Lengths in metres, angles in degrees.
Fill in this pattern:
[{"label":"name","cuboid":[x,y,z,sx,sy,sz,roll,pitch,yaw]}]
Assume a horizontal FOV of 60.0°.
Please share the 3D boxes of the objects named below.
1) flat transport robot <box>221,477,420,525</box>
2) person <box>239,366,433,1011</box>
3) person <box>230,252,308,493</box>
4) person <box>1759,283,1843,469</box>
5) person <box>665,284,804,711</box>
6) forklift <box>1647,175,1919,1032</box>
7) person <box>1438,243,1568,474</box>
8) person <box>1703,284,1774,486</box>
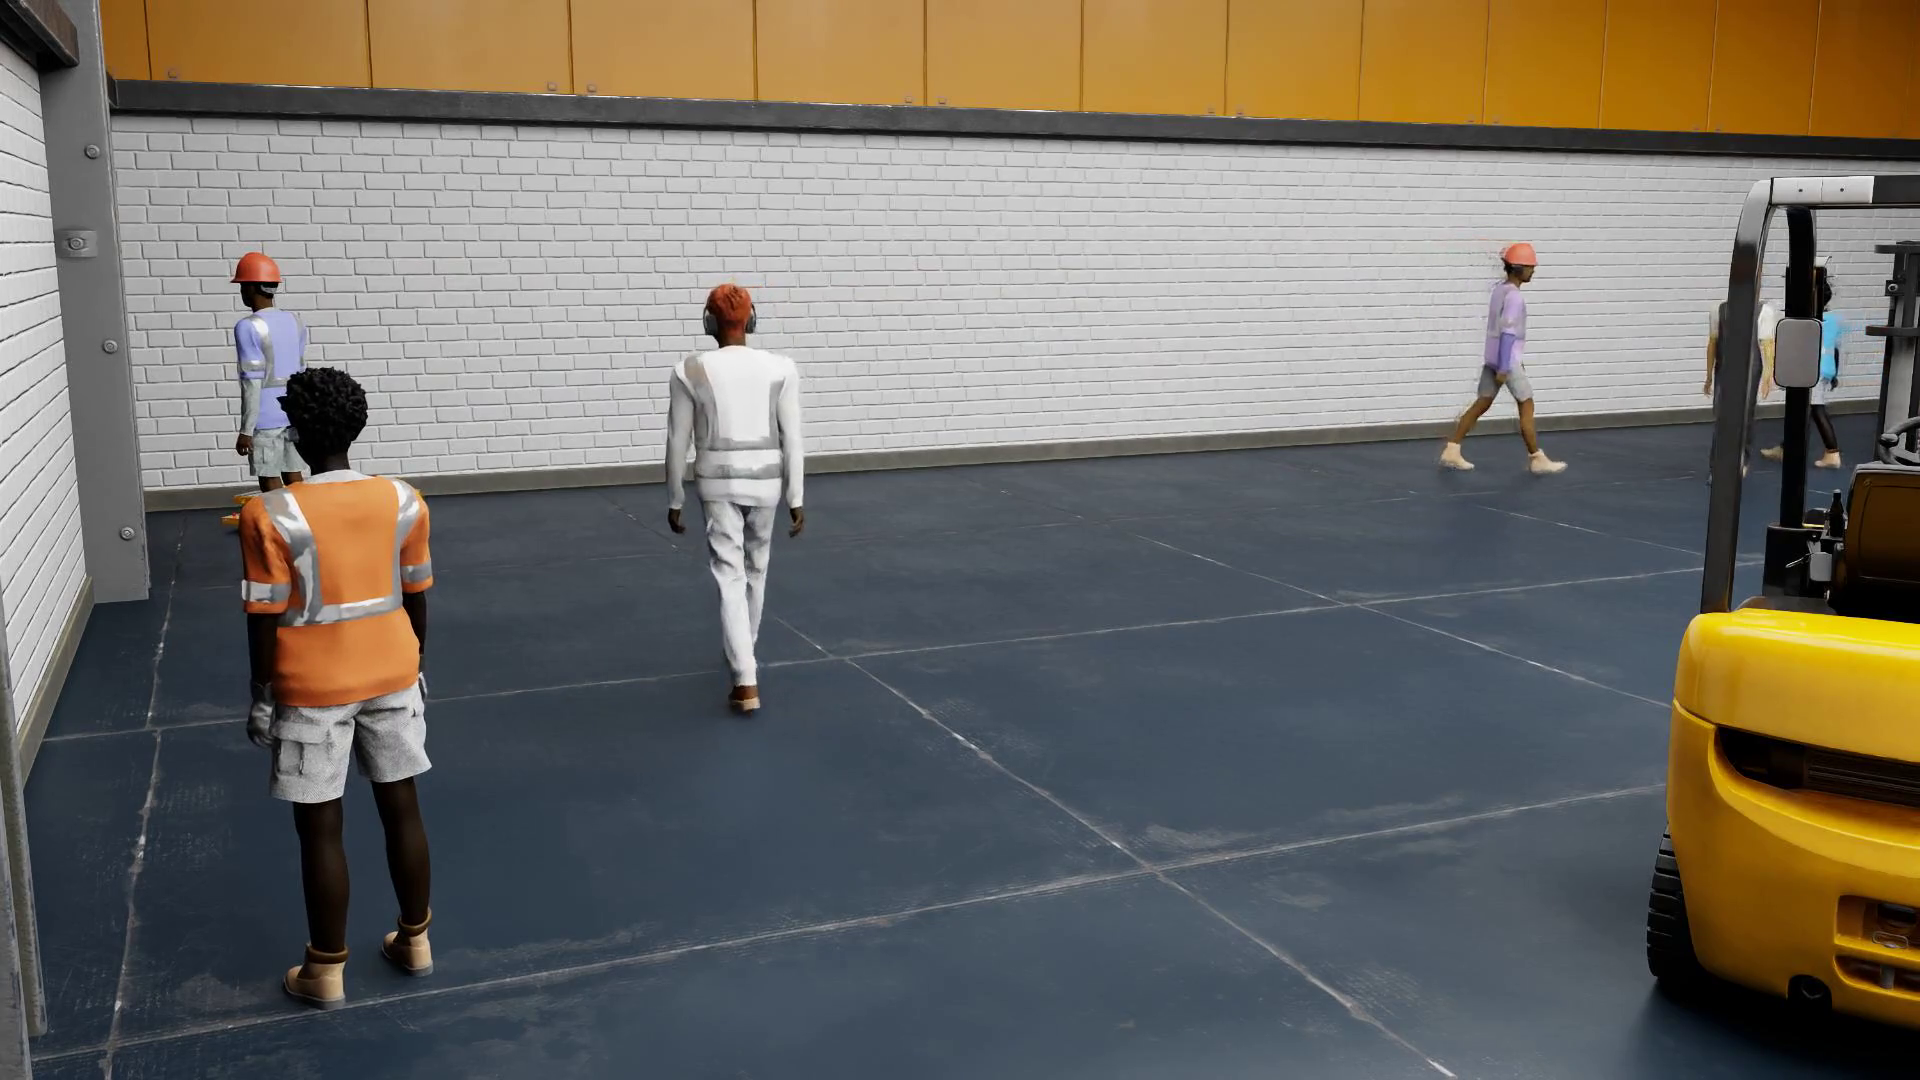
[{"label":"flat transport robot","cuboid":[-4.626,-0.295,12.109,0.652,0.197,1.431,3,11,15]},{"label":"person","cuboid":[-1.639,0.389,4.428,0.318,1.691,0.534,8,13,38]},{"label":"person","cuboid":[-4.077,-0.714,9.817,0.361,1.939,0.543,3,11,14]},{"label":"person","cuboid":[7.556,-1.470,14.778,0.547,1.648,0.867,-6,12,-28]},{"label":"person","cuboid":[-0.998,-0.208,7.364,0.584,1.827,1.022,-4,11,-20]},{"label":"forklift","cuboid":[2.810,0.094,4.662,1.214,2.155,2.313,7,12,34]},{"label":"person","cuboid":[4.689,-1.556,14.349,1.065,1.995,0.626,0,10,2]},{"label":"person","cuboid":[6.462,-1.366,13.818,0.524,1.799,0.951,7,12,33]}]
